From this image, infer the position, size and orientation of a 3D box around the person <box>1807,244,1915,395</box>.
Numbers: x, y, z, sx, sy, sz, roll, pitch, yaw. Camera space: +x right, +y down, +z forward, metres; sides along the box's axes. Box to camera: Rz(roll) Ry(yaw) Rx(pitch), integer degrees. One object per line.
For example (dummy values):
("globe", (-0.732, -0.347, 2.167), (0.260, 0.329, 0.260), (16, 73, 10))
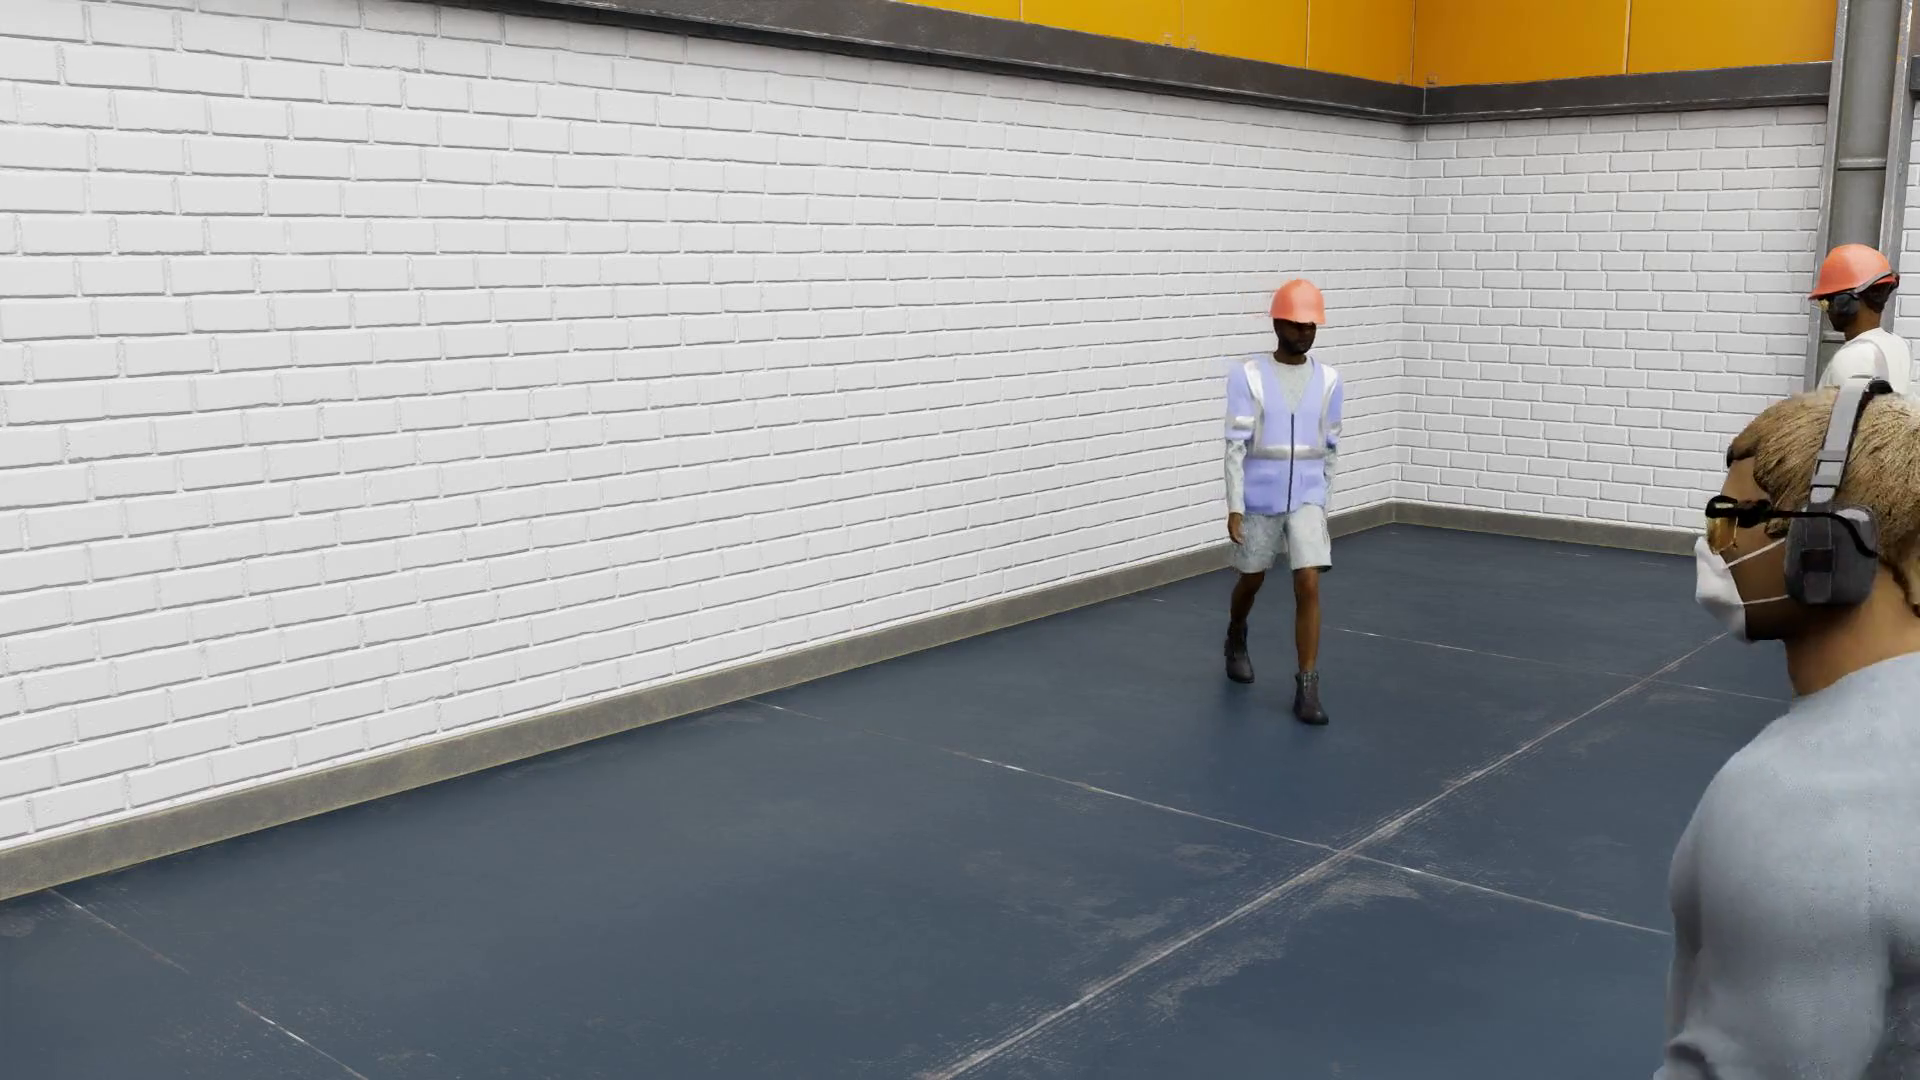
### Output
("person", (3.506, -0.143, 6.613), (0.392, 2.035, 0.605), (9, 14, 43))

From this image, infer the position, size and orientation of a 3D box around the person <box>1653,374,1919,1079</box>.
("person", (0.944, 0.790, 1.689), (0.918, 1.909, 0.638), (7, 12, 37))

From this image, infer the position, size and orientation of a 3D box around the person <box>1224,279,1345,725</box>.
("person", (1.413, -0.208, 7.389), (0.546, 1.901, 0.964), (-1, 10, -4))
